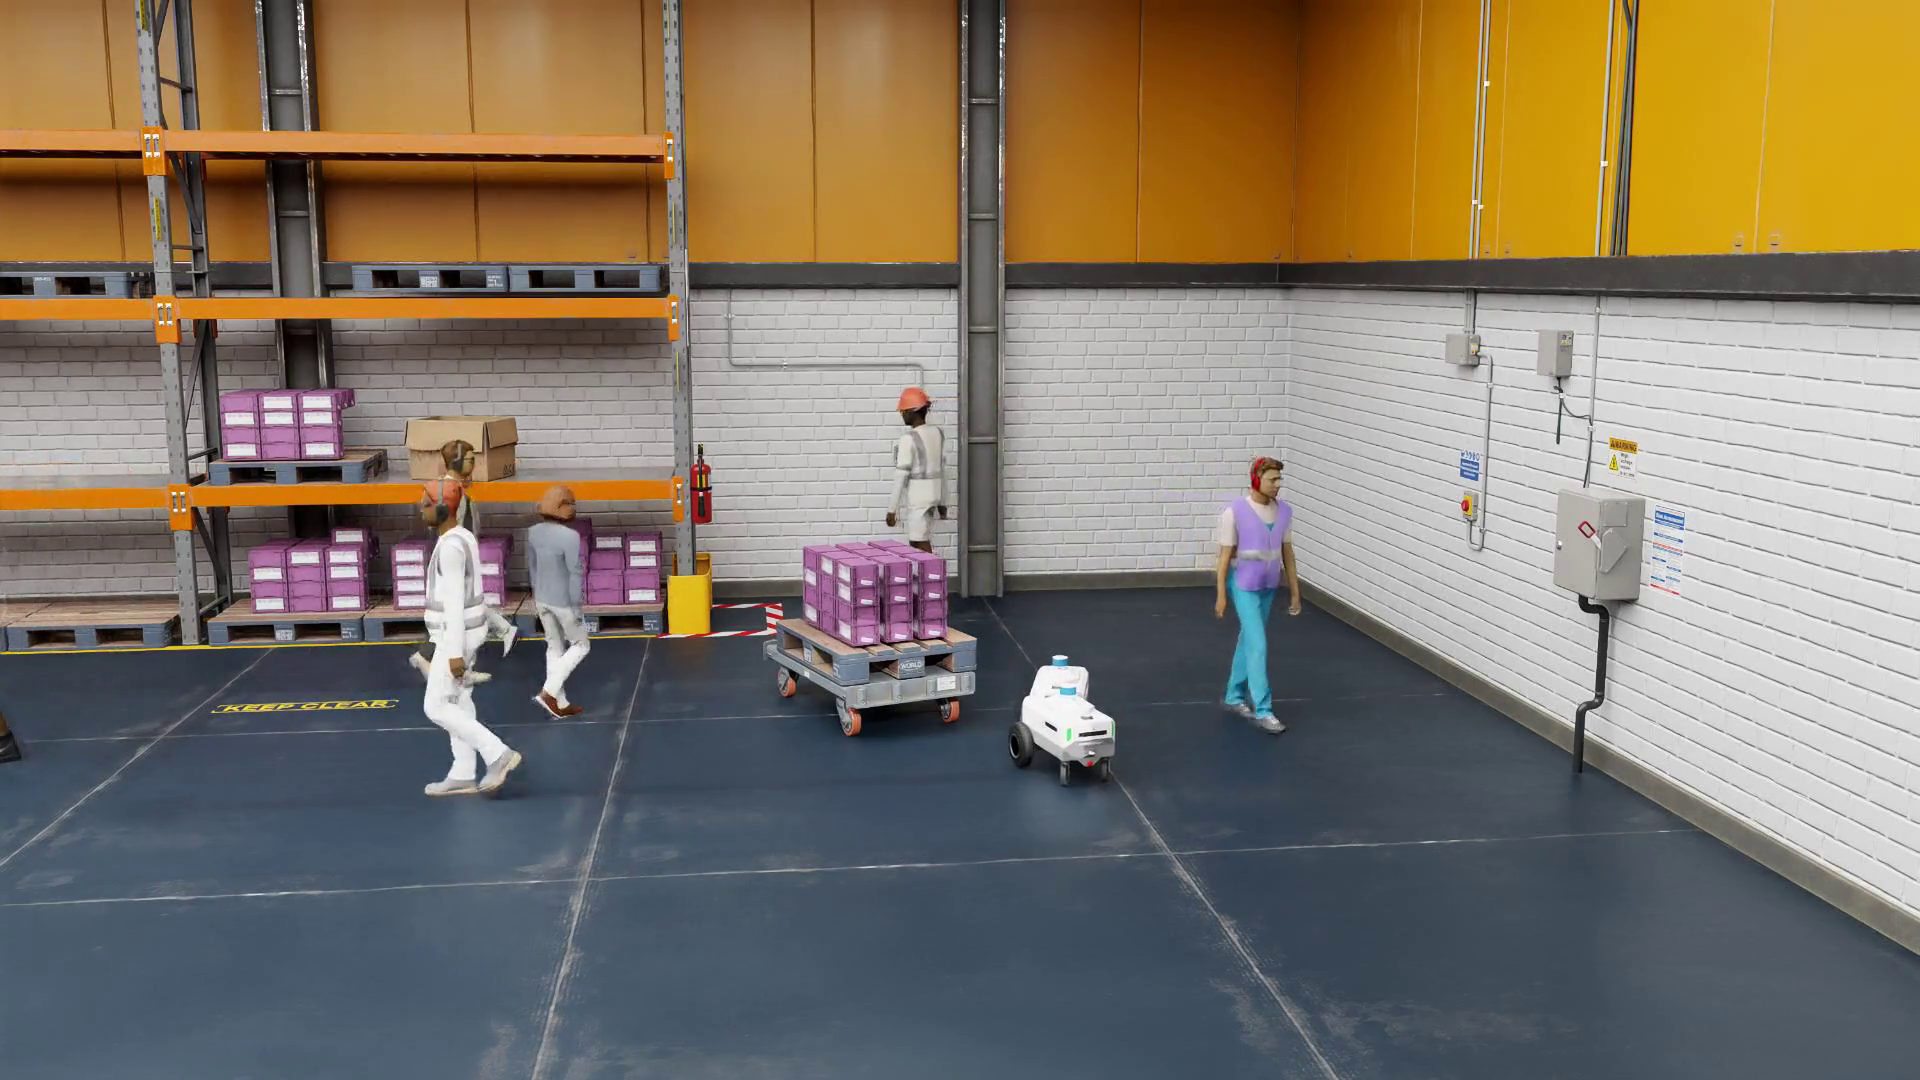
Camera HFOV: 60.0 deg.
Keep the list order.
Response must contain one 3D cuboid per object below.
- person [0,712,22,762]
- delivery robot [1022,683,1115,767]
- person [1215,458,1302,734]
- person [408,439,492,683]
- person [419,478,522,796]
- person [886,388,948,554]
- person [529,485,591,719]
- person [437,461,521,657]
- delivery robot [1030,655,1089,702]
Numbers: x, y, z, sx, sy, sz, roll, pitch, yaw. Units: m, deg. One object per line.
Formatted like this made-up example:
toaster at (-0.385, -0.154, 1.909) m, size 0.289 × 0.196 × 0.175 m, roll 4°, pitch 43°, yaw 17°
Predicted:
person at (-6.287, 0.485, 10.088) m, size 0.977 × 1.883 × 0.552 m, roll -5°, pitch 10°, yaw -29°
delivery robot at (0.651, 1.109, 10.031) m, size 0.477 × 0.478 × 0.707 m, roll -3°, pitch 10°, yaw -21°
person at (2.039, 0.359, 11.082) m, size 0.589 × 1.808 × 0.831 m, roll -7°, pitch 11°, yaw -35°
person at (-3.748, 0.180, 12.178) m, size 0.479 × 1.827 × 0.549 m, roll -3°, pitch 10°, yaw -19°
person at (-2.863, 0.575, 9.567) m, size 0.478 × 1.870 × 0.575 m, roll -1°, pitch 9°, yaw -8°
person at (-0.462, -0.350, 14.890) m, size 0.847 × 2.009 × 0.636 m, roll 5°, pitch 10°, yaw 30°
person at (-2.730, 0.431, 11.234) m, size 0.512 × 1.612 × 0.398 m, roll 6°, pitch 11°, yaw 34°
person at (-3.808, 0.180, 12.832) m, size 0.709 × 1.612 × 0.521 m, roll -3°, pitch 10°, yaw -17°
delivery robot at (0.648, 0.991, 10.765) m, size 0.477 × 0.478 × 0.707 m, roll 1°, pitch 9°, yaw 7°
